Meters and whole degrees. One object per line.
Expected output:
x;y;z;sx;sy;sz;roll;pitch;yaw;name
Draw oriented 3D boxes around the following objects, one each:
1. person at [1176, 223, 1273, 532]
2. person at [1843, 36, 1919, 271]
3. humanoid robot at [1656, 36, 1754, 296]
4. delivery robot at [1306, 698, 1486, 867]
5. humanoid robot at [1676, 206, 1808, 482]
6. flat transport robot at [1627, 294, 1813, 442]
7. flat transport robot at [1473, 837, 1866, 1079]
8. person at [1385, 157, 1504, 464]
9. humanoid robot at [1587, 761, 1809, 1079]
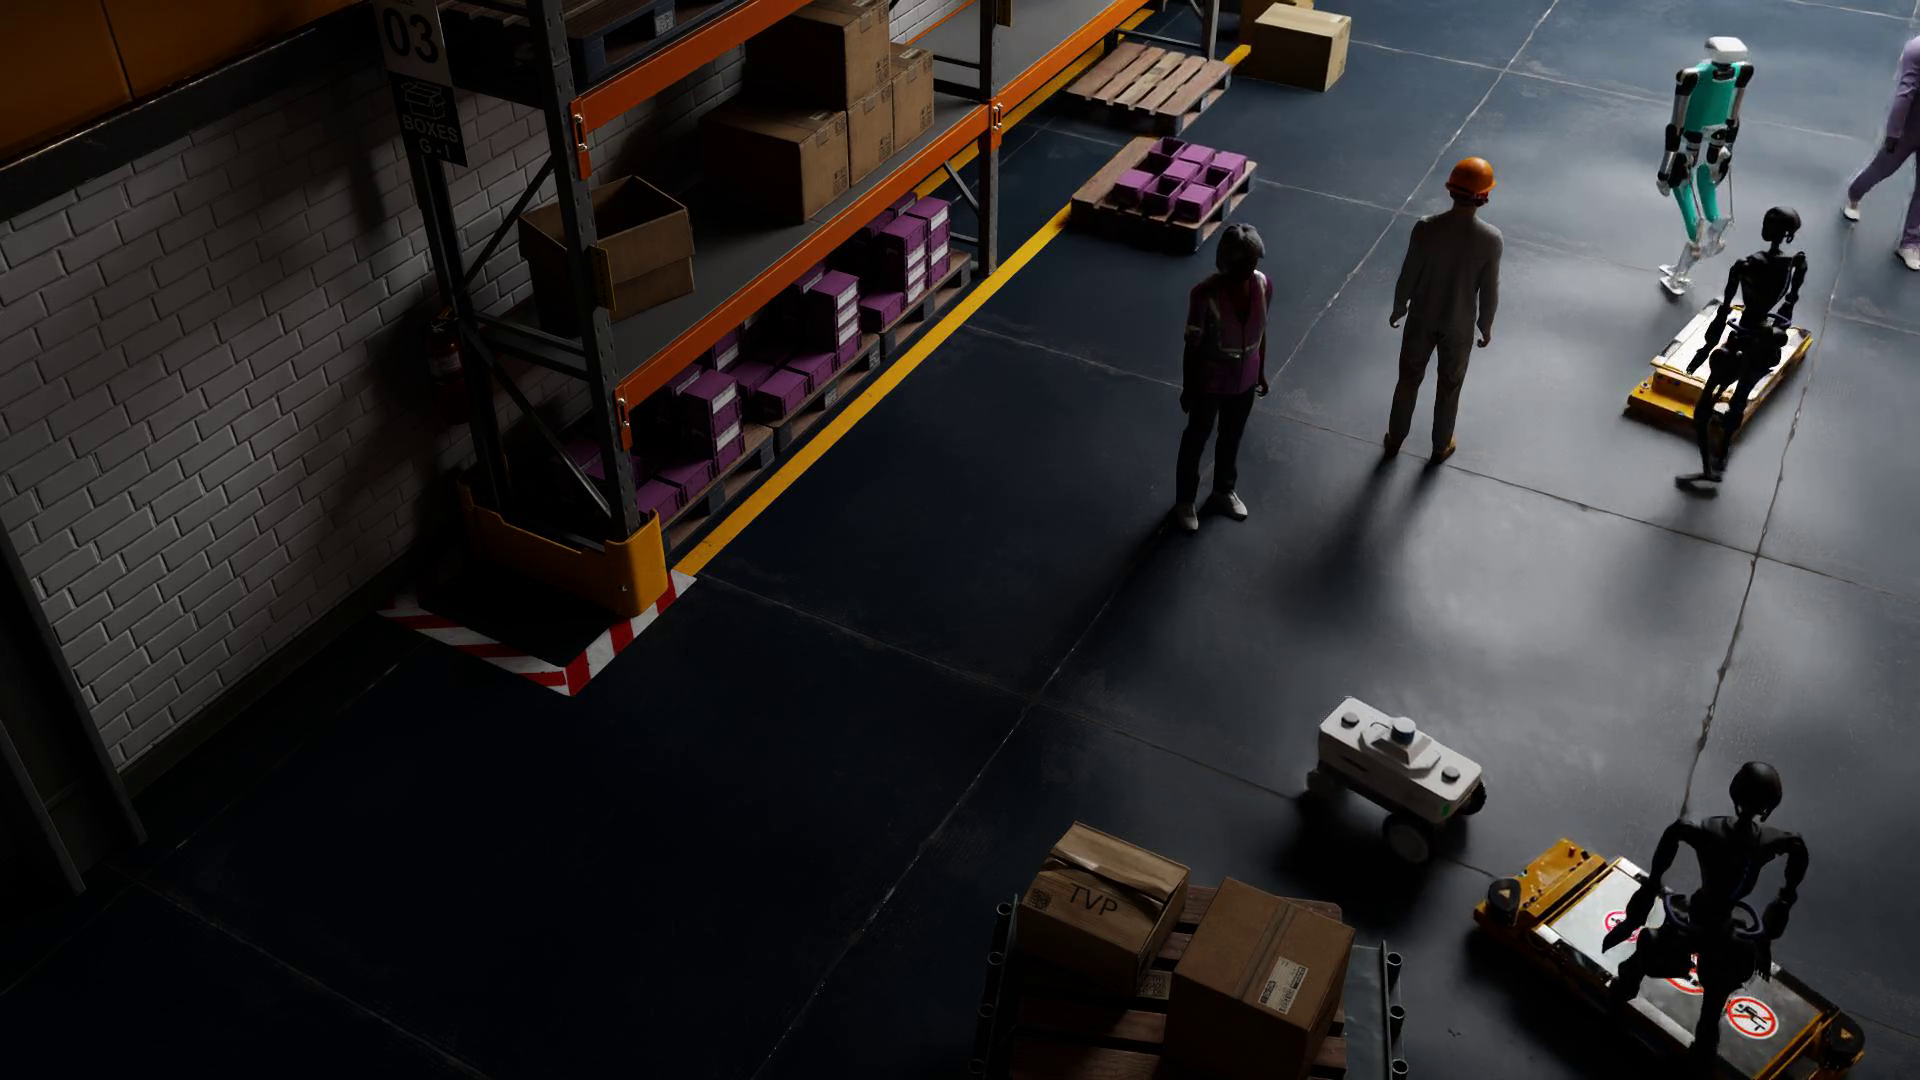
1.445;-0.883;9.059;0.529;1.846;0.325;-14;41;-17;person
6.739;-2.934;11.625;0.629;1.848;0.996;1;39;1;person
4.960;-2.370;11.001;0.537;1.781;0.727;-11;40;-13;humanoid robot
2.003;1.061;7.658;0.780;0.586;0.499;29;47;31;delivery robot
4.490;-1.091;9.456;0.602;1.639;0.438;-13;41;-16;humanoid robot
4.877;-1.118;10.617;0.659;0.231;1.431;28;46;30;flat transport robot
2.936;1.819;6.945;0.659;0.231;1.431;-26;46;-29;flat transport robot
2.770;-1.298;9.543;0.575;1.892;0.371;14;41;17;person
2.769;1.486;6.245;0.615;1.635;0.616;4;39;5;humanoid robot
